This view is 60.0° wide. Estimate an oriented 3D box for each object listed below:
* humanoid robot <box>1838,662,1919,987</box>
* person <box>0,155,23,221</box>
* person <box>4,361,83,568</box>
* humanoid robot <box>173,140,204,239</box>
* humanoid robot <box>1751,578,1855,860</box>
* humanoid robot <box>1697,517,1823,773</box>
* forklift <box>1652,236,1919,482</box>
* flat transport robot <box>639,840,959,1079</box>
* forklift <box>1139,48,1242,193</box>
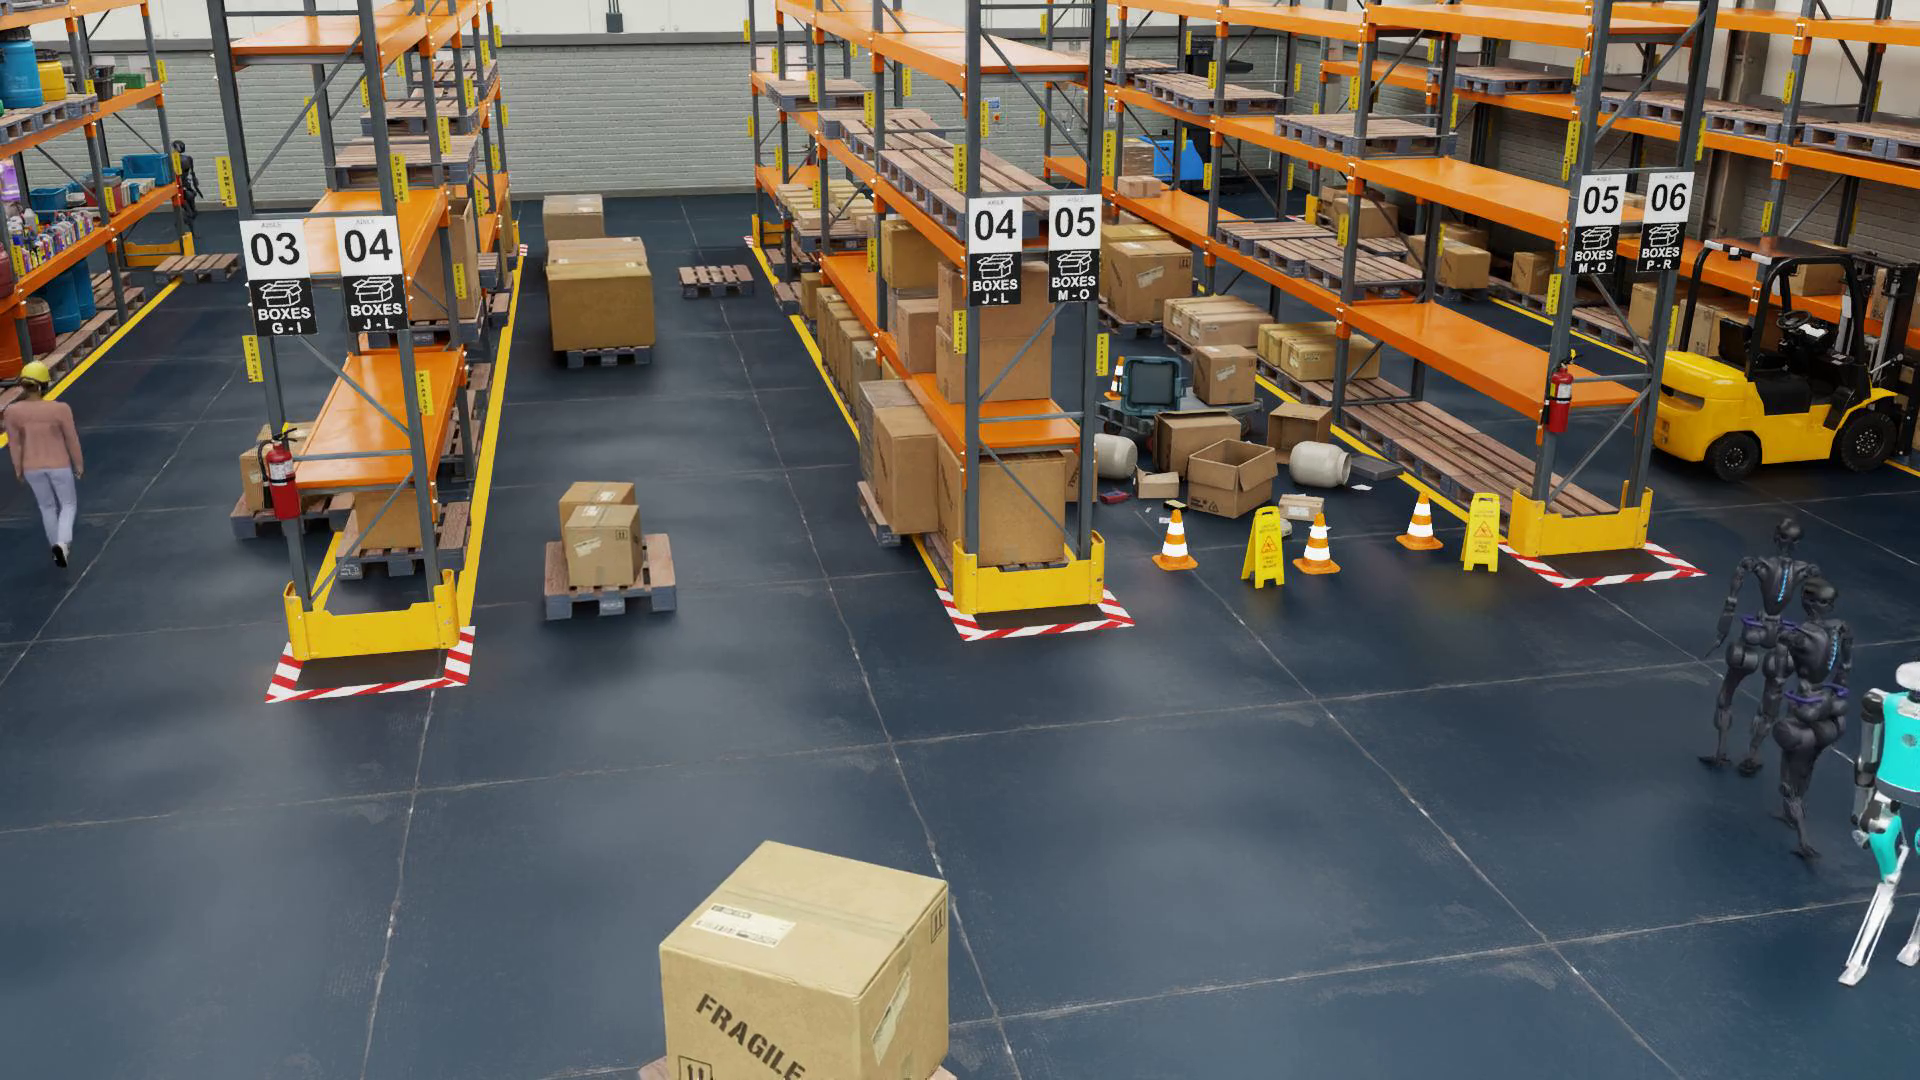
[{"bbox_3d":[4.826,1.393,8.374,0.888,1.775,0.562,-16,26,-37],"label":"humanoid robot"},{"bbox_3d":[-15.339,-5.488,26.948,0.351,1.688,0.495,18,27,39],"label":"person"},{"bbox_3d":[-7.519,-0.592,13.687,0.531,1.748,0.610,-5,21,-12],"label":"person"},{"bbox_3d":[-13.234,-5.969,28.264,0.574,1.635,0.603,7,21,18],"label":"humanoid robot"},{"bbox_3d":[4.884,1.012,9.515,0.588,1.642,0.539,-7,21,-18],"label":"humanoid robot"},{"bbox_3d":[5.011,0.662,10.396,0.607,1.636,0.412,4,21,11],"label":"humanoid robot"},{"bbox_3d":[8.013,-1.814,16.330,2.313,2.155,1.214,-4,21,-12],"label":"forklift"},{"bbox_3d":[-0.637,2.618,7.152,1.431,0.231,0.659,-17,26,-39],"label":"flat transport robot"},{"bbox_3d":[4.566,-8.313,32.860,1.873,2.768,1.129,-4,21,-12],"label":"forklift"}]
